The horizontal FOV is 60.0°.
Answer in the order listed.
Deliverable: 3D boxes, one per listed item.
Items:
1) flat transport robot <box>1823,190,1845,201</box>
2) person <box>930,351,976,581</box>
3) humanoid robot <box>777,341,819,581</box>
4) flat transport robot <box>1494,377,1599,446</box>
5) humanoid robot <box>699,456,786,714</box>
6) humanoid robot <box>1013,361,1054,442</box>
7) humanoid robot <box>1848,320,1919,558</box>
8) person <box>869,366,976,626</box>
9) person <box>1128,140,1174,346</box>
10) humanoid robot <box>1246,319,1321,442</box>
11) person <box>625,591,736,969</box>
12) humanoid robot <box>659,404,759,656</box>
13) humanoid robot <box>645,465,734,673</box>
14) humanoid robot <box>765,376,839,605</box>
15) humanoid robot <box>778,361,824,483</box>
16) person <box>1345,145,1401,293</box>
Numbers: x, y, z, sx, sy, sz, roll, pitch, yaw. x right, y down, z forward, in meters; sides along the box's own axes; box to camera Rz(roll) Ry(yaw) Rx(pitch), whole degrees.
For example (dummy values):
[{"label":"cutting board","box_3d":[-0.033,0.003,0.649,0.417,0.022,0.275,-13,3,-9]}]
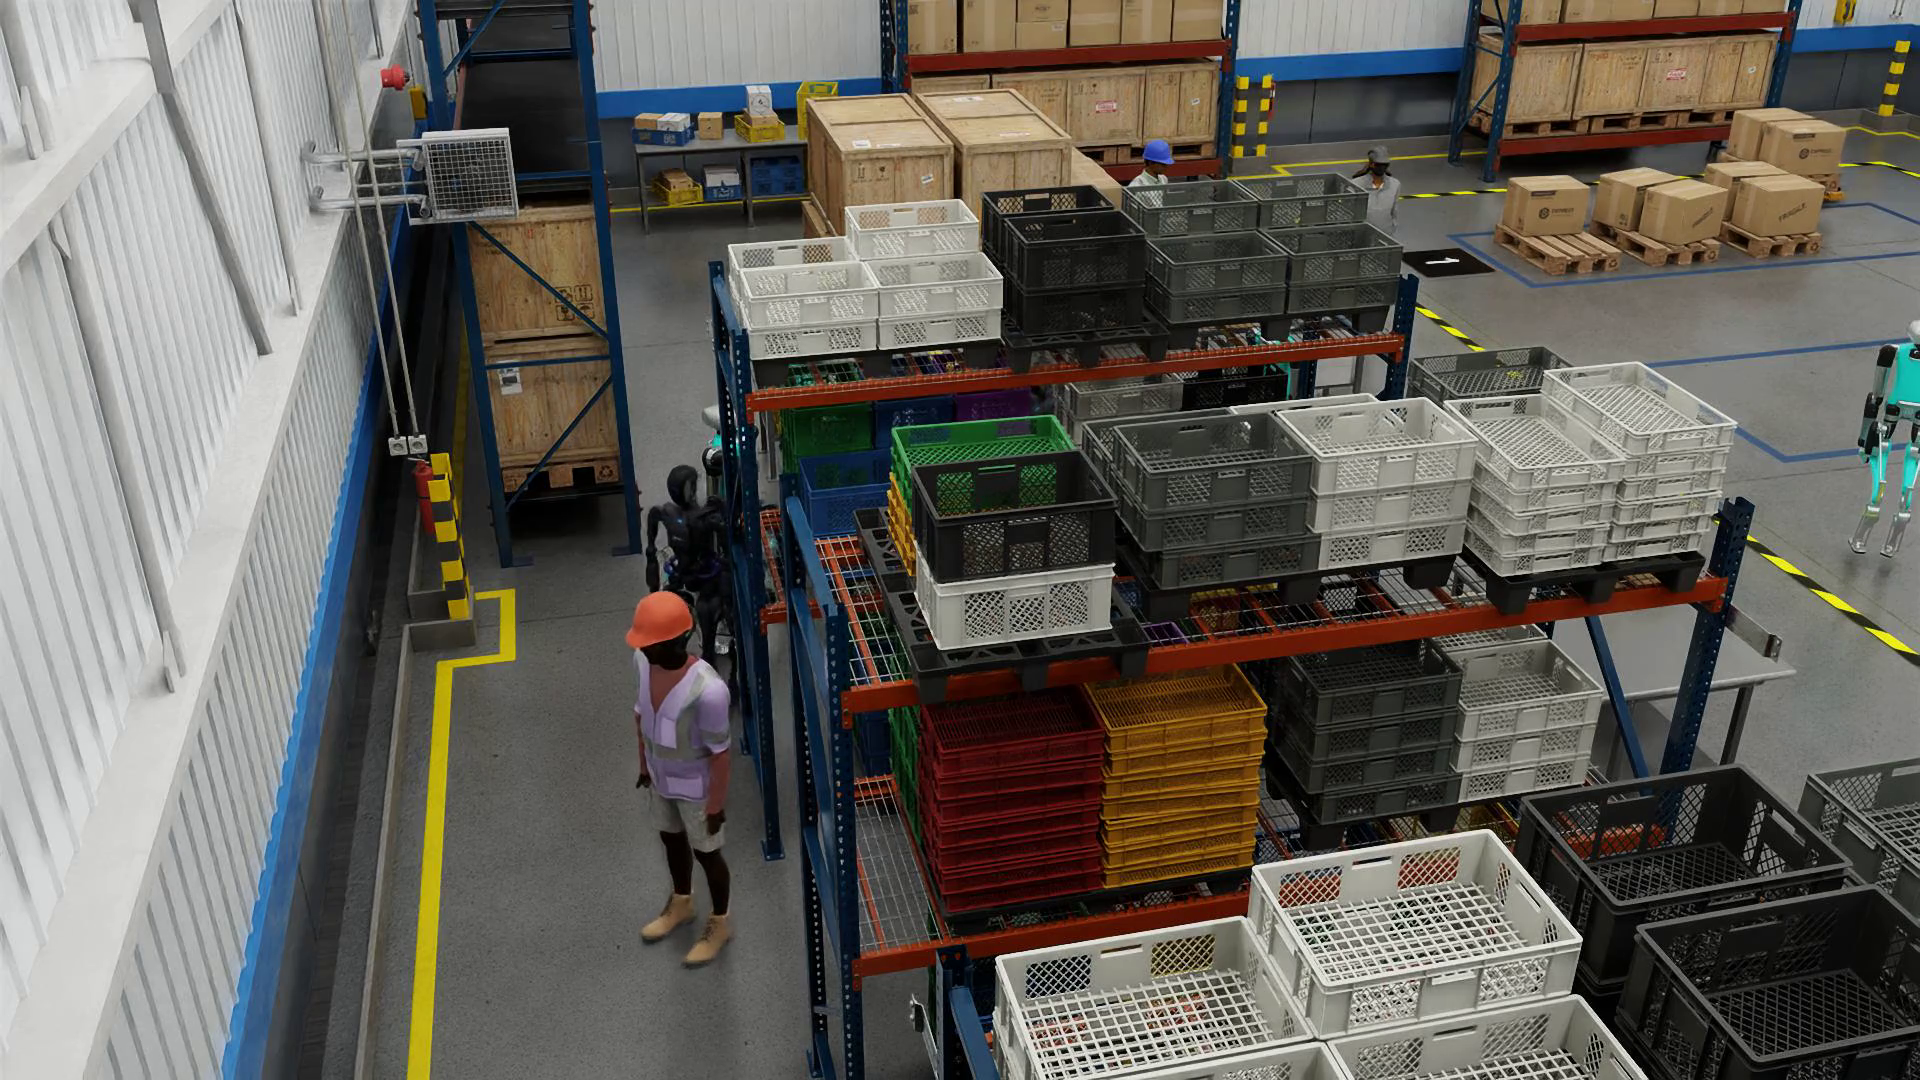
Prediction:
[{"label":"flat transport robot","box_3d":[9.854,-4.250,20.079,1.431,0.197,0.652,-6,28,-12]},{"label":"person","box_3d":[-0.116,-0.396,11.118,0.404,1.834,0.587,12,30,21]},{"label":"humanoid robot","box_3d":[-0.891,-0.543,11.493,0.687,1.787,0.538,4,28,8]},{"label":"flat transport robot","box_3d":[4.780,-1.036,14.013,0.659,0.231,1.431,-6,28,-12]},{"label":"humanoid robot","box_3d":[-1.314,0.272,10.026,0.608,1.635,0.407,8,29,14]},{"label":"humanoid robot","box_3d":[0.574,-0.463,11.412,0.611,1.652,0.315,15,31,26]},{"label":"humanoid robot","box_3d":[6.519,-0.637,11.532,0.533,1.680,0.735,13,30,23]},{"label":"person","box_3d":[-0.236,-0.266,10.870,0.731,1.832,0.373,-5,28,-9]},{"label":"person","box_3d":[1.751,-2.767,15.510,0.412,1.939,0.602,19,33,32]},{"label":"humanoid robot","box_3d":[2.428,-0.910,12.089,0.737,1.697,0.530,-18,33,-30]},{"label":"person","box_3d":[-1.349,1.145,7.976,0.611,2.041,0.381,21,34,34]},{"label":"humanoid robot","box_3d":[-1.631,-0.094,10.512,0.735,1.673,0.533,11,30,19]},{"label":"humanoid robot","box_3d":[-1.595,0.320,9.927,0.586,1.653,0.332,7,29,12]},{"label":"humanoid robot","box_3d":[-1.020,-0.259,10.983,0.905,1.774,0.534,8,29,15]},{"label":"humanoid robot","box_3d":[-1.104,-0.753,11.959,0.331,1.655,0.591,-21,34,-35]},{"label":"person","box_3d":[3.899,-2.899,15.936,0.562,1.769,0.400,-5,28,-9]}]
